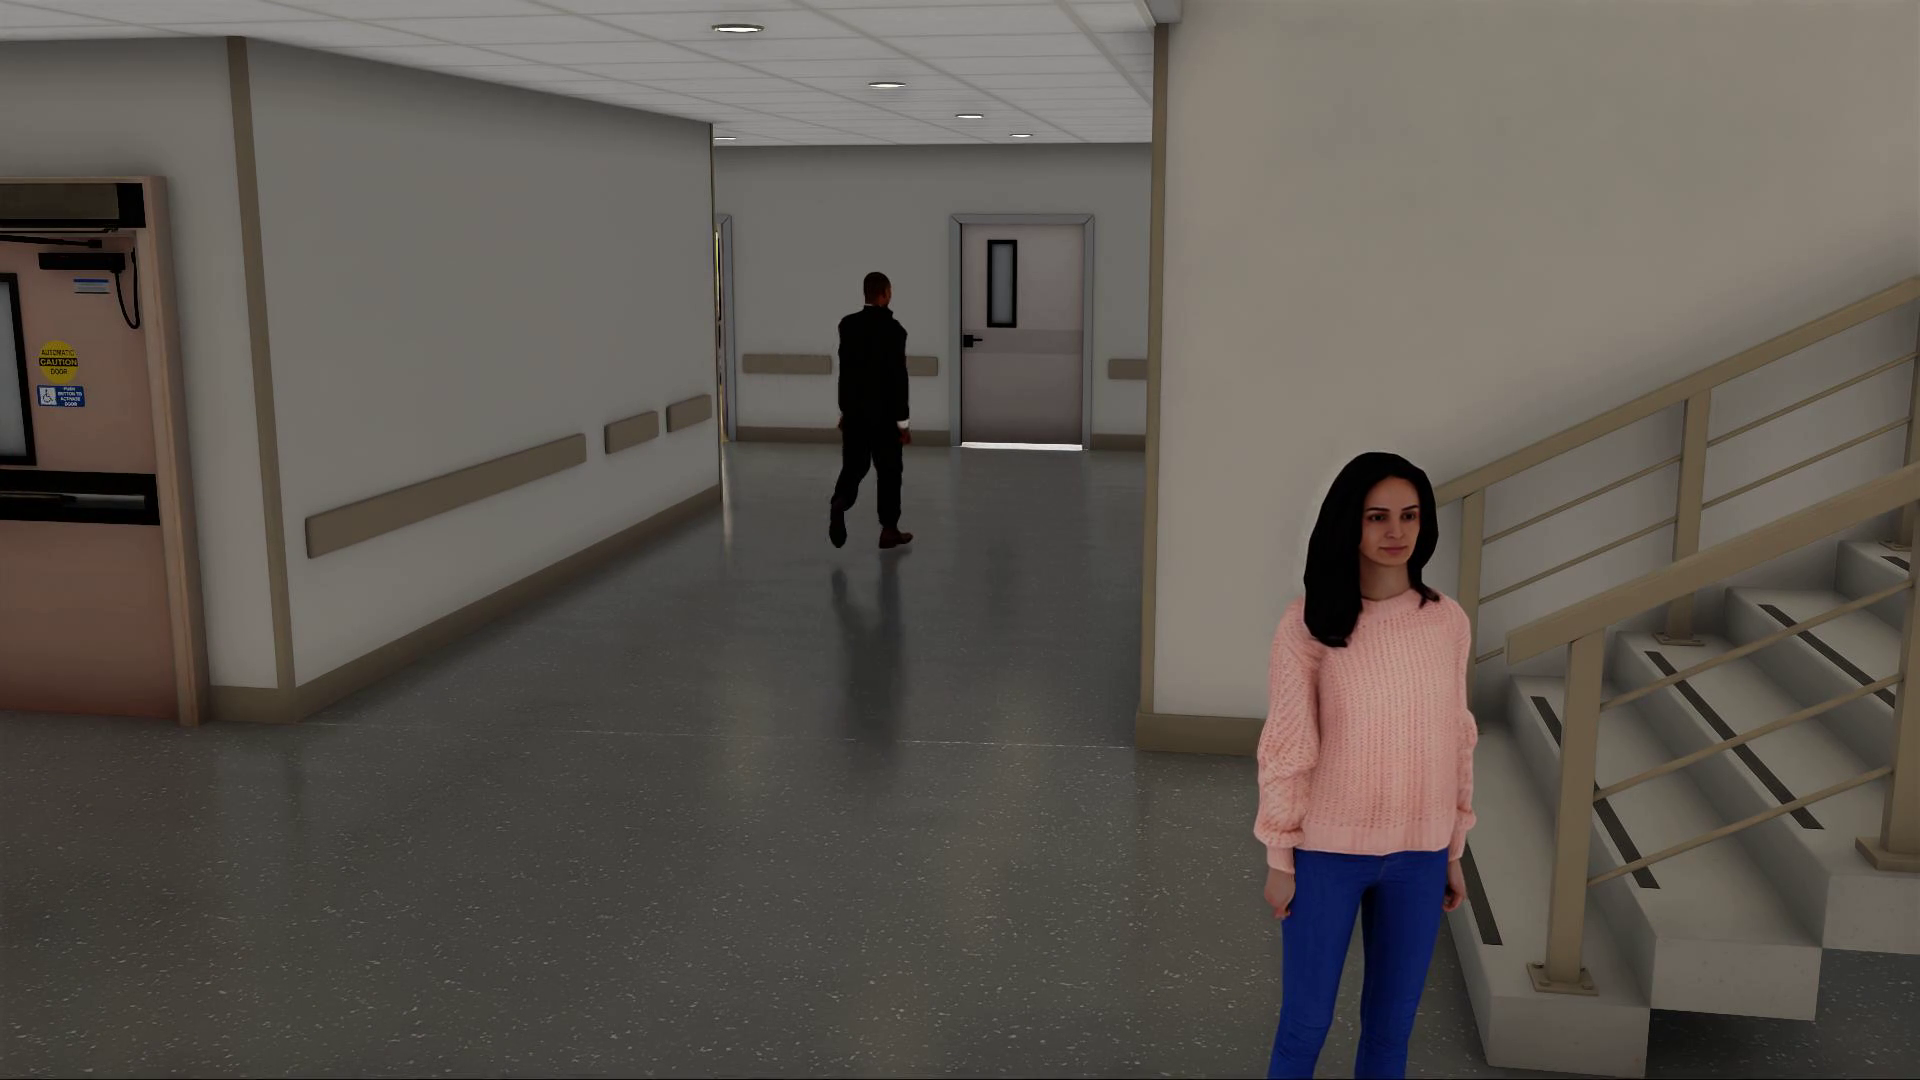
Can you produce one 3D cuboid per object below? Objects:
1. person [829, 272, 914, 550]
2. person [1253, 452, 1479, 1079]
[{"bbox_3d":[-0.632,-0.846,11.246,1.096,1.888,0.993,6,12,28],"label":"person"},{"bbox_3d":[0.850,0.681,3.516,0.603,1.768,0.770,-2,11,-10],"label":"person"}]
